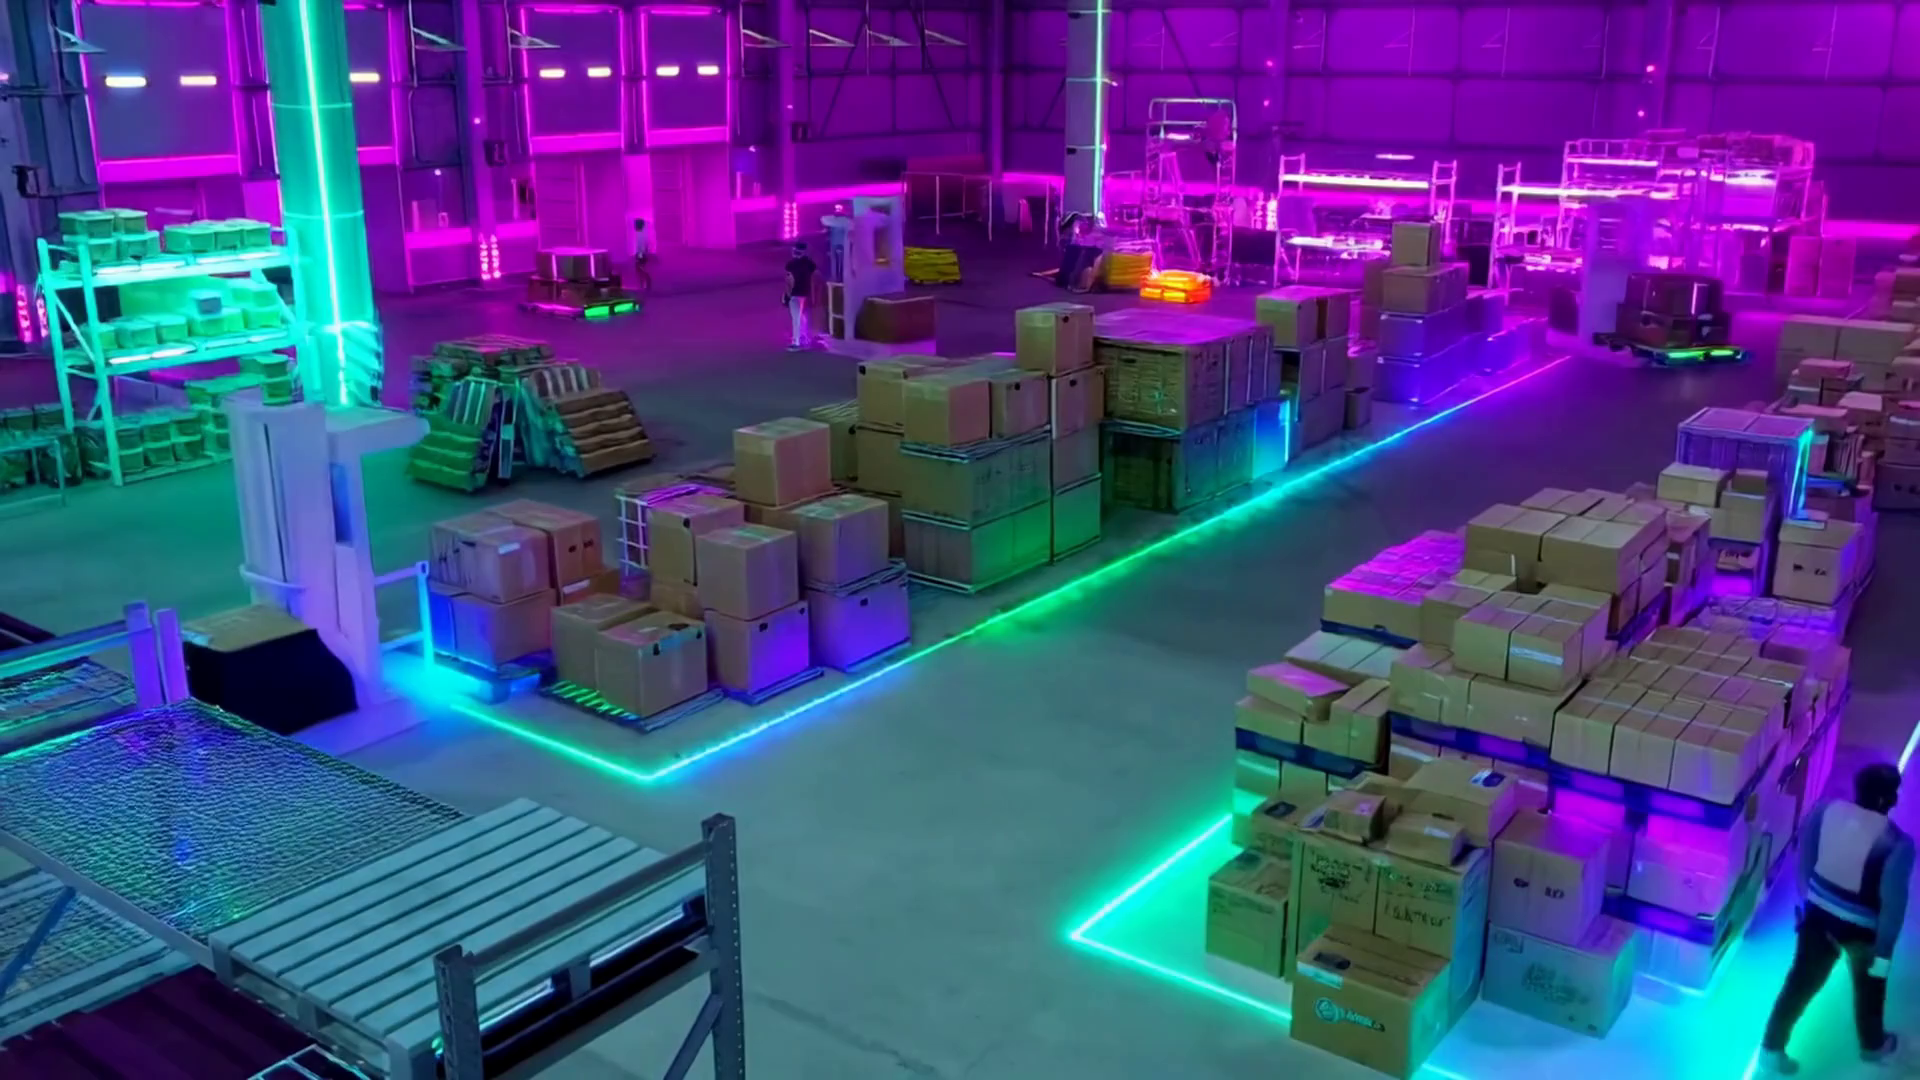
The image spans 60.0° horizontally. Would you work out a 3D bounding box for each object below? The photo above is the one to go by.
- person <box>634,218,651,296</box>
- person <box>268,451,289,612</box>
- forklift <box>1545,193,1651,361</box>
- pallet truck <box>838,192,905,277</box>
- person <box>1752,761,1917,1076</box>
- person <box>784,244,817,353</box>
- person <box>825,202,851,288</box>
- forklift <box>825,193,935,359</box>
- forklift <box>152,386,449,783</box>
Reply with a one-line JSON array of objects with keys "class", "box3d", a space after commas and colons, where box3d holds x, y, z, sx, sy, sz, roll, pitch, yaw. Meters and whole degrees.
[{"class": "person", "box3d": [-6.927, -6.166, 36.202, 0.367, 1.685, 0.543, -5, 18, -17]}, {"class": "person", "box3d": [-6.468, -0.220, 16.109, 0.351, 1.935, 0.635, 9, 19, 27]}, {"class": "forklift", "box3d": [11.414, -4.710, 29.371, 1.129, 2.768, 1.873, -4, 17, -12]}, {"class": "pallet truck", "box3d": [-1.936, -7.159, 38.982, 1.885, 1.965, 0.823, -12, 21, -34]}, {"class": "person", "box3d": [4.720, 2.039, 8.900, 0.947, 1.793, 0.643, -9, 19, -27]}, {"class": "person", "box3d": [-2.843, -4.309, 29.667, 0.636, 1.931, 0.377, -9, 19, -27]}, {"class": "person", "box3d": [-2.728, -6.611, 37.315, 0.581, 1.919, 0.403, 1, 17, 4]}, {"class": "forklift", "box3d": [-1.400, -4.665, 29.220, 1.129, 2.768, 1.873, -14, 22, -38]}, {"class": "forklift", "box3d": [-5.243, 0.235, 12.996, 1.129, 2.768, 1.873, 12, 21, 35]}]
